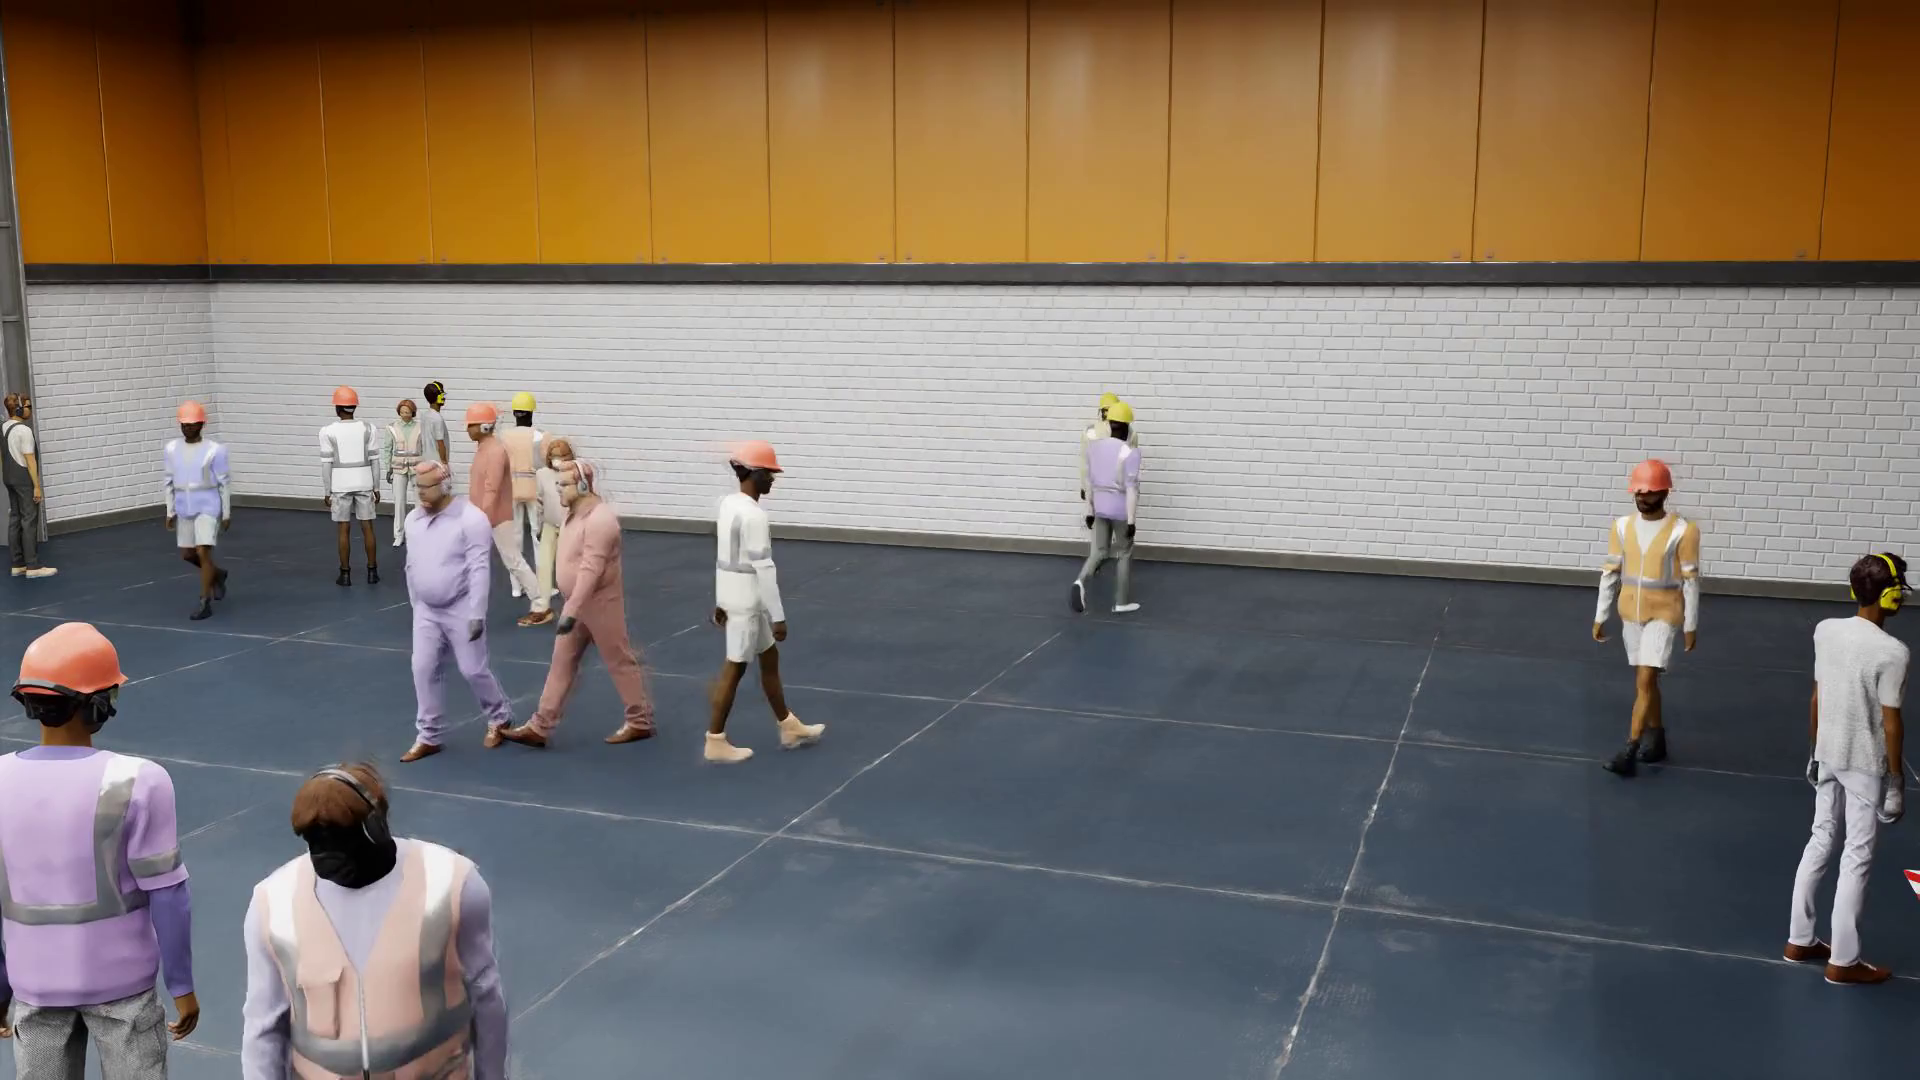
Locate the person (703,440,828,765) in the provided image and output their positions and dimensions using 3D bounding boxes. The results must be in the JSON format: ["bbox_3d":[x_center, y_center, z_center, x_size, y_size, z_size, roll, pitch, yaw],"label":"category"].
[{"bbox_3d":[-1.197,0.383,10.321,0.967,1.993,0.649,-4,10,-23],"label":"person"}]

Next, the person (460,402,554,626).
[{"bbox_3d":[-3.968,-0.194,14.079,1.025,1.949,0.607,-7,11,-36],"label":"person"}]

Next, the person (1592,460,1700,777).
[{"bbox_3d":[4.103,0.470,10.072,0.916,1.896,0.559,-7,12,-39],"label":"person"}]

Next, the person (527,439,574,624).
[{"bbox_3d":[-3.464,-0.065,14.299,0.517,1.595,0.780,2,9,11],"label":"person"}]

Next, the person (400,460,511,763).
[{"bbox_3d":[-3.187,0.423,10.440,0.652,1.883,0.706,3,10,20],"label":"person"}]

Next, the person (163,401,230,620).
[{"bbox_3d":[-6.709,-0.291,14.739,0.540,1.921,0.751,0,9,3],"label":"person"}]

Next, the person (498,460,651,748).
[{"bbox_3d":[-2.415,0.423,10.509,0.982,1.851,0.642,-6,11,-35],"label":"person"}]

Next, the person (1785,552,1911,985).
[{"bbox_3d":[3.825,0.971,7.114,0.320,1.863,0.508,-2,9,-14],"label":"person"}]

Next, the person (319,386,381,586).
[{"bbox_3d":[-5.894,-0.521,16.110,0.545,1.941,0.347,-5,10,-27],"label":"person"}]

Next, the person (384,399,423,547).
[{"bbox_3d":[-6.106,-0.746,18.442,0.514,1.640,0.310,-3,9,-15],"label":"person"}]

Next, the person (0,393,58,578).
[{"bbox_3d":[-9.313,-0.543,16.543,0.513,1.845,0.335,5,11,30],"label":"person"}]

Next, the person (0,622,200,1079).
[{"bbox_3d":[-2.520,1.247,4.824,0.615,2.040,0.391,0,9,-3],"label":"person"}]

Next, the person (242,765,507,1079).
[{"bbox_3d":[-1.531,1.449,4.387,0.642,1.779,0.990,-2,9,-10],"label":"person"}]

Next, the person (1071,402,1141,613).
[{"bbox_3d":[1.307,-0.264,14.639,0.597,1.901,0.732,8,12,42],"label":"person"}]

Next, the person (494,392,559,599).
[{"bbox_3d":[-4.029,-0.411,15.466,0.585,1.929,0.371,1,9,3],"label":"person"}]

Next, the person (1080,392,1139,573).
[{"bbox_3d":[1.504,-0.573,16.781,0.600,1.827,0.404,0,9,2],"label":"person"}]

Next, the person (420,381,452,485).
[{"bbox_3d":[-5.571,-0.759,17.792,0.323,1.876,0.528,-7,12,-39],"label":"person"}]
